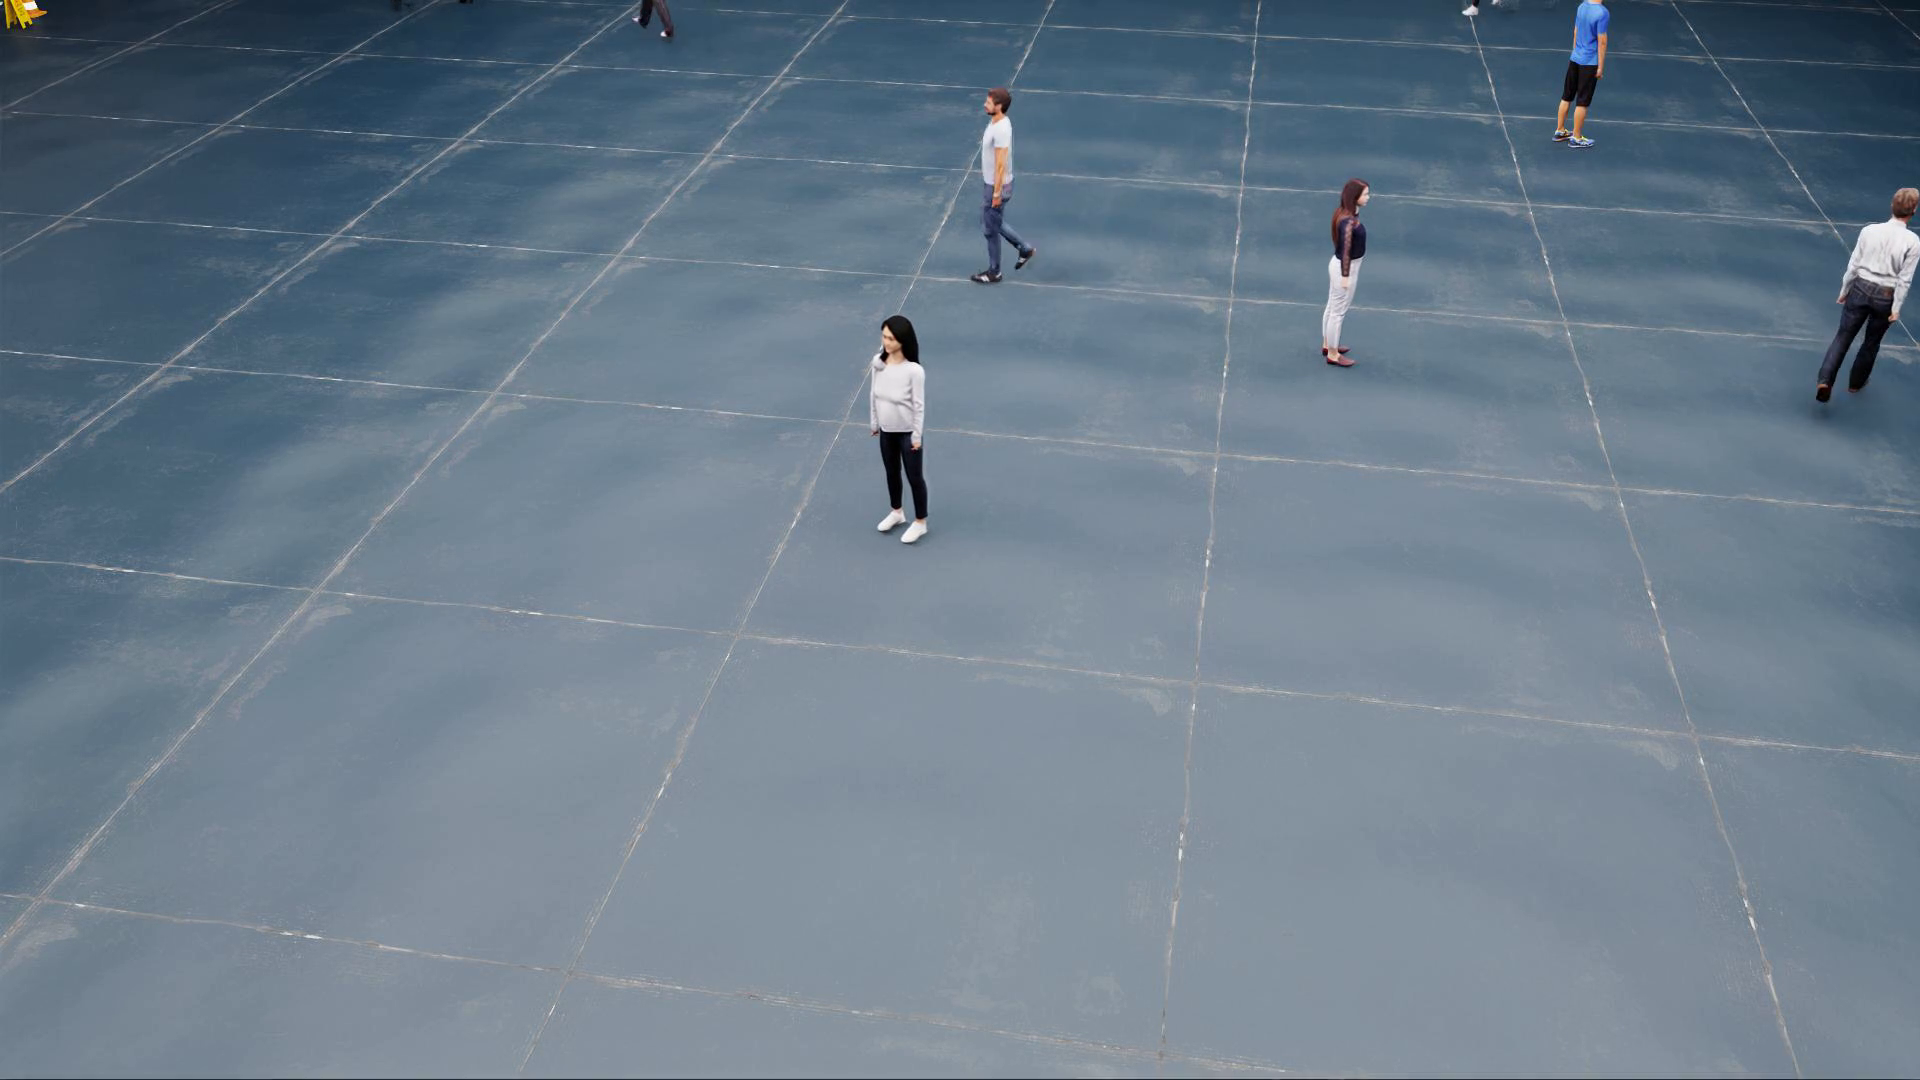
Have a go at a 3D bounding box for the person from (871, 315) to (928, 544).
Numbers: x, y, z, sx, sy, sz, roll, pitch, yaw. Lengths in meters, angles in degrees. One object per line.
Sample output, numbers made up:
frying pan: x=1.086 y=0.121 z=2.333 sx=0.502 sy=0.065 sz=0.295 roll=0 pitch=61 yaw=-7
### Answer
person: x=-0.400 y=-0.784 z=11.591 sx=0.616 sy=1.700 sz=0.740 roll=21 pitch=38 yaw=29

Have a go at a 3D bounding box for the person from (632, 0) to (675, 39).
person: x=-4.120 y=-7.673 z=22.405 sx=1.291 sy=1.812 sz=1.077 roll=25 pitch=40 yaw=33

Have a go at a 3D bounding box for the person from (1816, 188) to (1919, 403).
person: x=7.268 y=-1.918 z=13.299 sx=1.178 sy=1.795 sz=1.125 roll=27 pitch=41 yaw=36

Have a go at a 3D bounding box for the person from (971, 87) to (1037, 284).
person: x=0.428 y=-3.272 z=15.388 sx=0.903 sy=1.856 sz=0.740 roll=0 pitch=32 yaw=-1

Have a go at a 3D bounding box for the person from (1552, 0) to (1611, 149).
person: x=7.032 y=-5.387 z=18.728 sx=0.735 sy=1.869 sz=0.706 roll=-13 pitch=35 yaw=-20

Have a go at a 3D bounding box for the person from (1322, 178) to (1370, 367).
person: x=3.249 y=-2.262 z=14.019 sx=0.556 sy=1.608 sz=0.617 roll=3 pitch=32 yaw=4

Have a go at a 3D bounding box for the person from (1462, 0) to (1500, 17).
person: x=7.511 y=-8.285 z=23.453 sx=1.021 sy=1.729 sz=0.849 roll=-11 pitch=34 yaw=-16
